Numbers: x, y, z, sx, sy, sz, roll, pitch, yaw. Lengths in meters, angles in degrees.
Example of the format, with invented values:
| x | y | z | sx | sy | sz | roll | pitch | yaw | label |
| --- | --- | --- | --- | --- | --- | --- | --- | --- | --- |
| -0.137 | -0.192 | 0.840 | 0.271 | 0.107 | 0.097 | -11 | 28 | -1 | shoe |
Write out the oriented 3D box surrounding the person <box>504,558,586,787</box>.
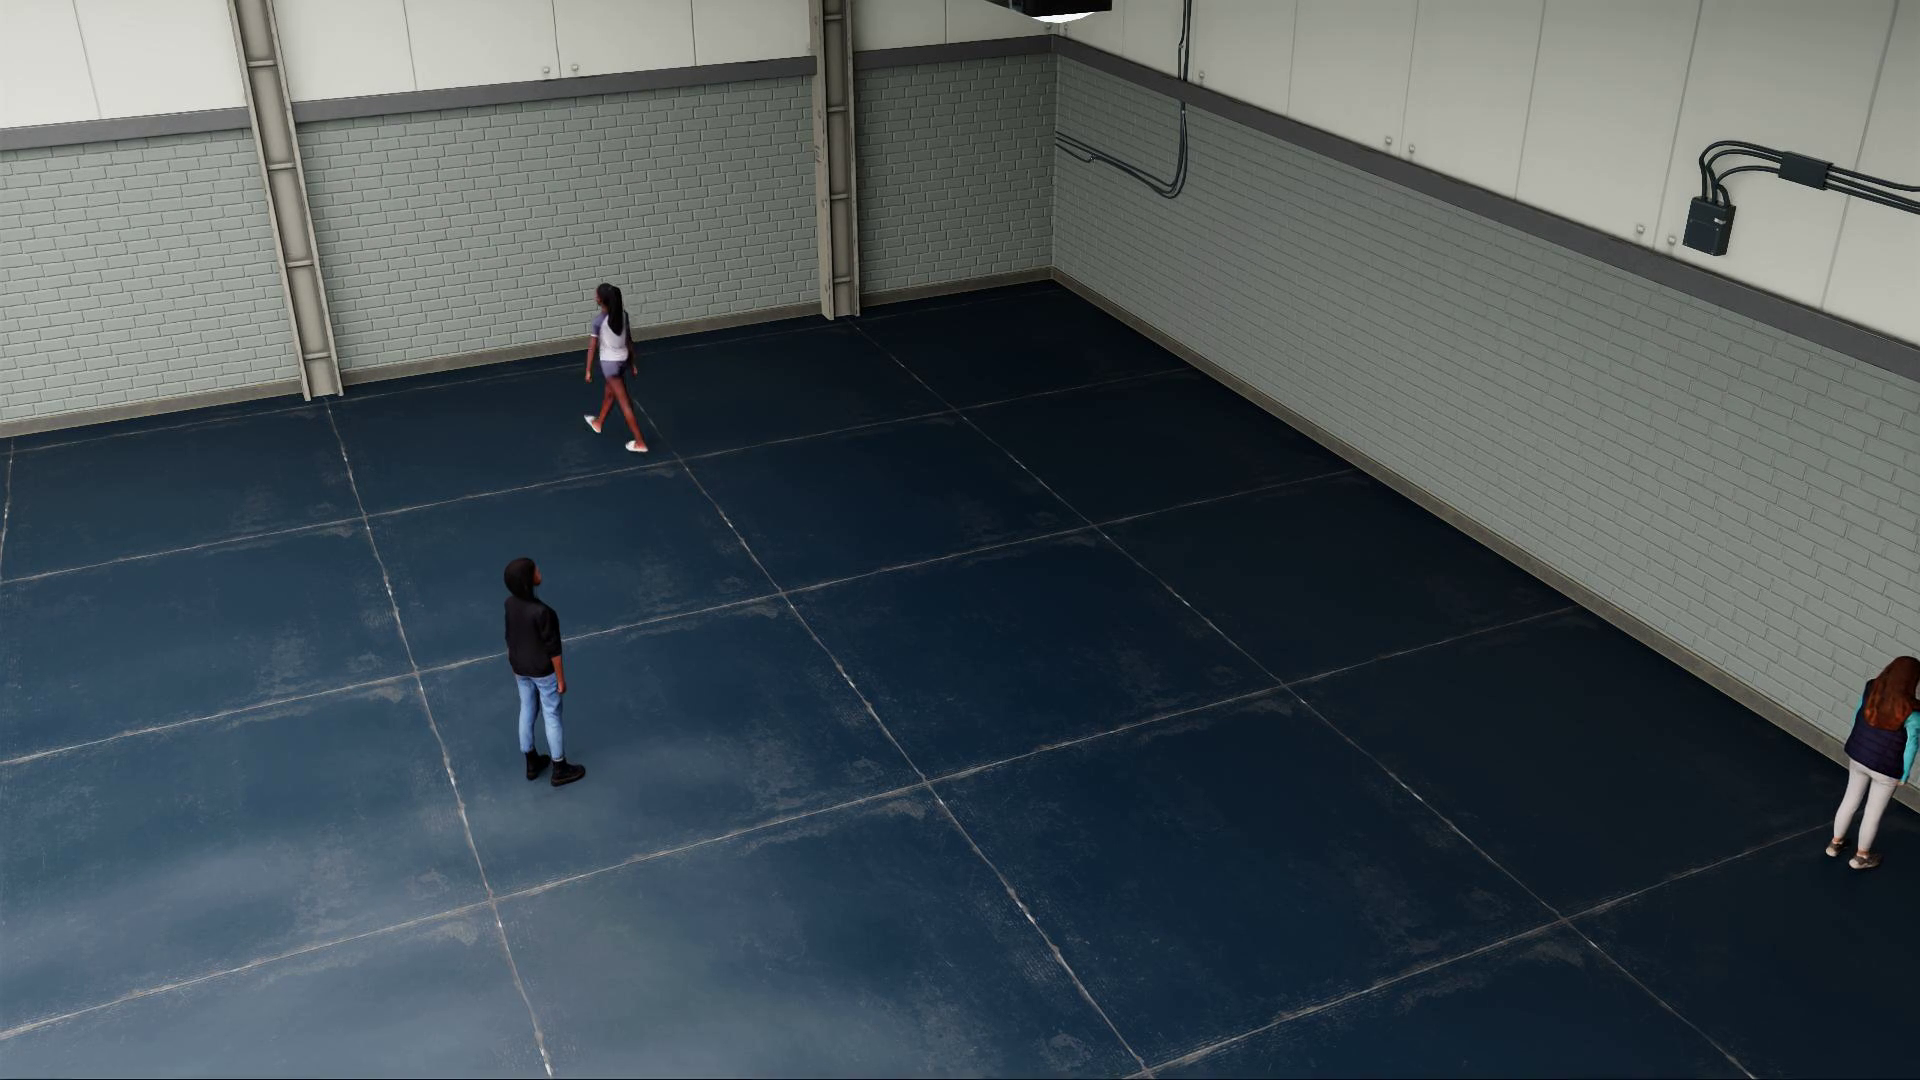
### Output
| x | y | z | sx | sy | sz | roll | pitch | yaw | label |
| --- | --- | --- | --- | --- | --- | --- | --- | --- | --- |
| -2.878 | 0.894 | 11.306 | 0.666 | 1.701 | 0.710 | 13 | 30 | 23 | person |

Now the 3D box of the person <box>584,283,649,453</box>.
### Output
| x | y | z | sx | sy | sz | roll | pitch | yaw | label |
| --- | --- | --- | --- | --- | --- | --- | --- | --- | --- |
| -3.315 | -1.638 | 16.247 | 1.070 | 1.677 | 1.186 | 18 | 32 | 32 | person |

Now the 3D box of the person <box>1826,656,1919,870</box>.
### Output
| x | y | z | sx | sy | sz | roll | pitch | yaw | label |
| --- | --- | --- | --- | --- | --- | --- | --- | --- | --- |
| 5.812 | 1.399 | 10.544 | 0.586 | 1.501 | 0.581 | -14 | 30 | -25 | person |
